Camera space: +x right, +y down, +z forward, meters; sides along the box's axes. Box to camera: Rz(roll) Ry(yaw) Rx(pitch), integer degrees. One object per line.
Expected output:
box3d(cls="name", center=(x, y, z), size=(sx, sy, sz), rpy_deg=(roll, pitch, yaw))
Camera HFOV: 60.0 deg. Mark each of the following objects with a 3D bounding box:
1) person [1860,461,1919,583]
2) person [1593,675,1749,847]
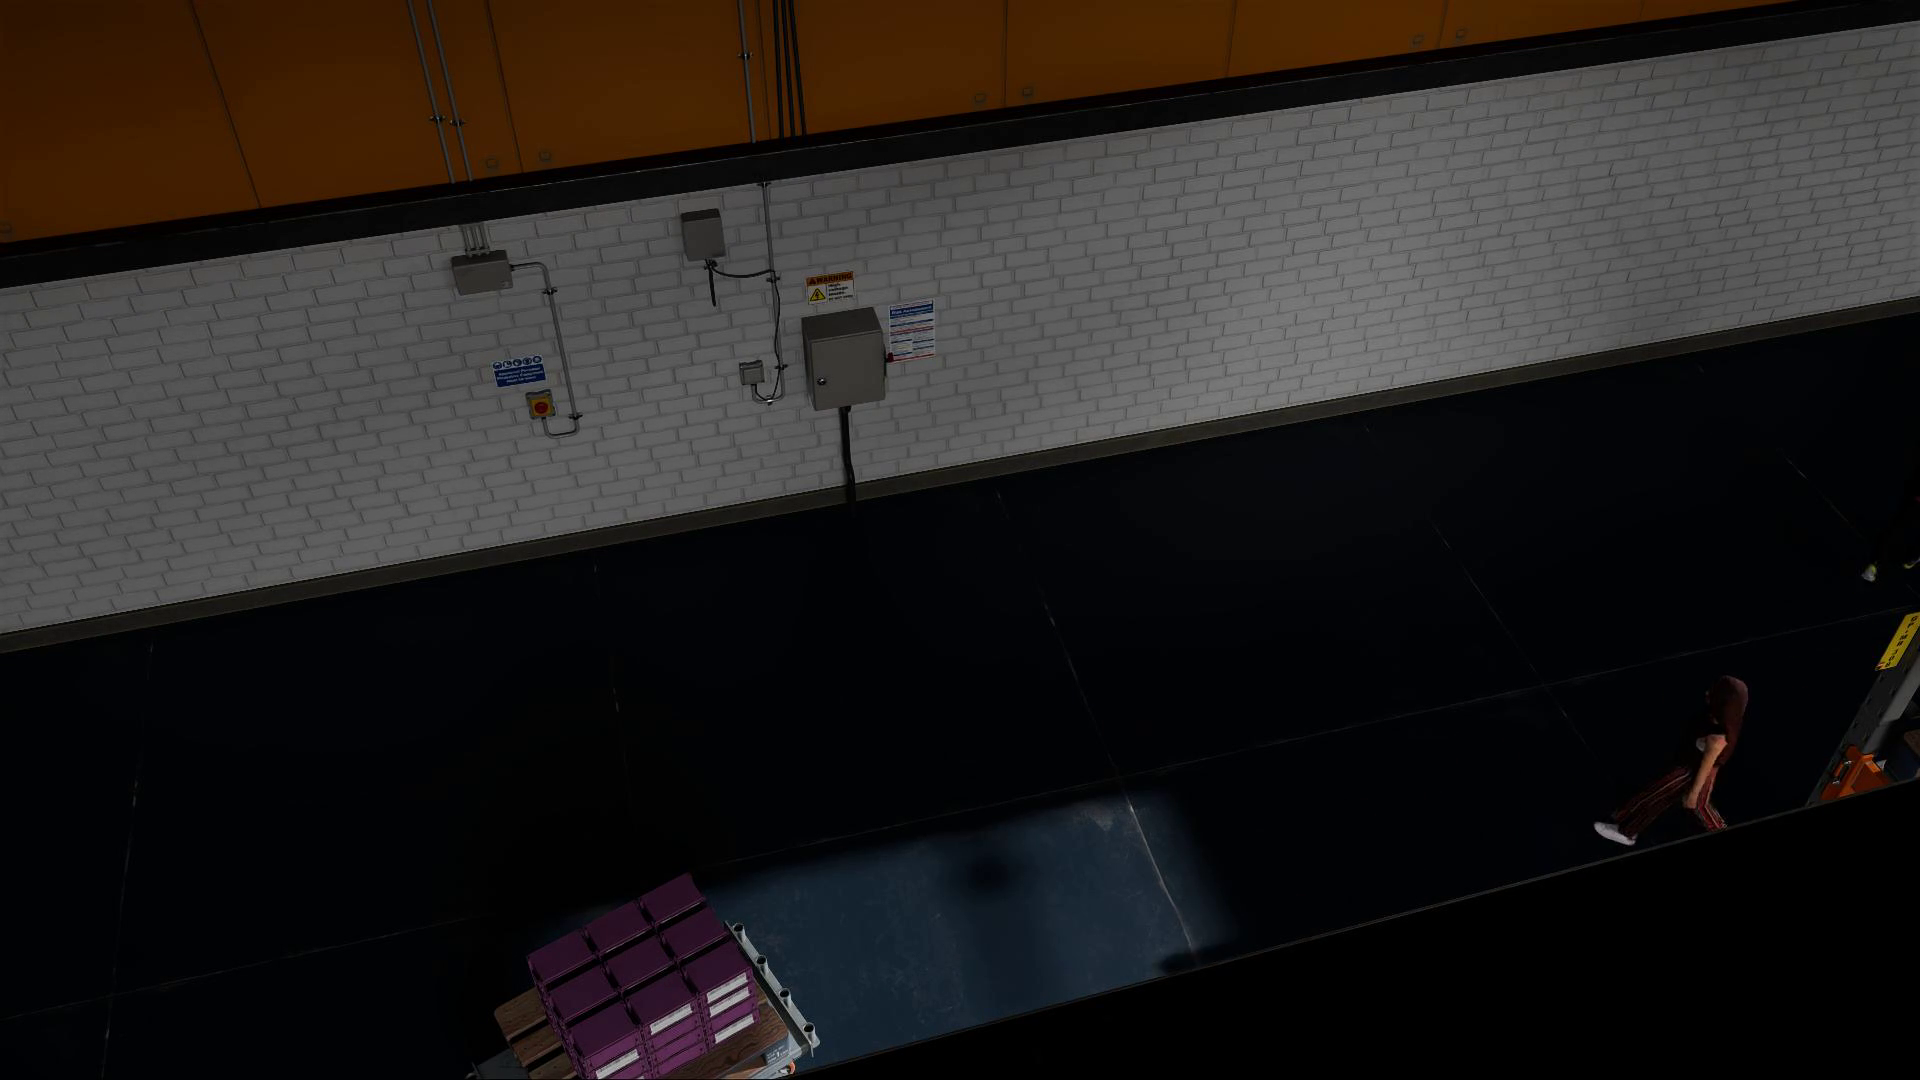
box3d(cls="person", center=(6.592, -0.307, 11.302), size=(0.870, 1.528, 0.974), rpy_deg=(-30, 51, -27))
box3d(cls="person", center=(4.293, 1.356, 9.552), size=(1.054, 1.534, 1.037), rpy_deg=(19, 47, 19))
